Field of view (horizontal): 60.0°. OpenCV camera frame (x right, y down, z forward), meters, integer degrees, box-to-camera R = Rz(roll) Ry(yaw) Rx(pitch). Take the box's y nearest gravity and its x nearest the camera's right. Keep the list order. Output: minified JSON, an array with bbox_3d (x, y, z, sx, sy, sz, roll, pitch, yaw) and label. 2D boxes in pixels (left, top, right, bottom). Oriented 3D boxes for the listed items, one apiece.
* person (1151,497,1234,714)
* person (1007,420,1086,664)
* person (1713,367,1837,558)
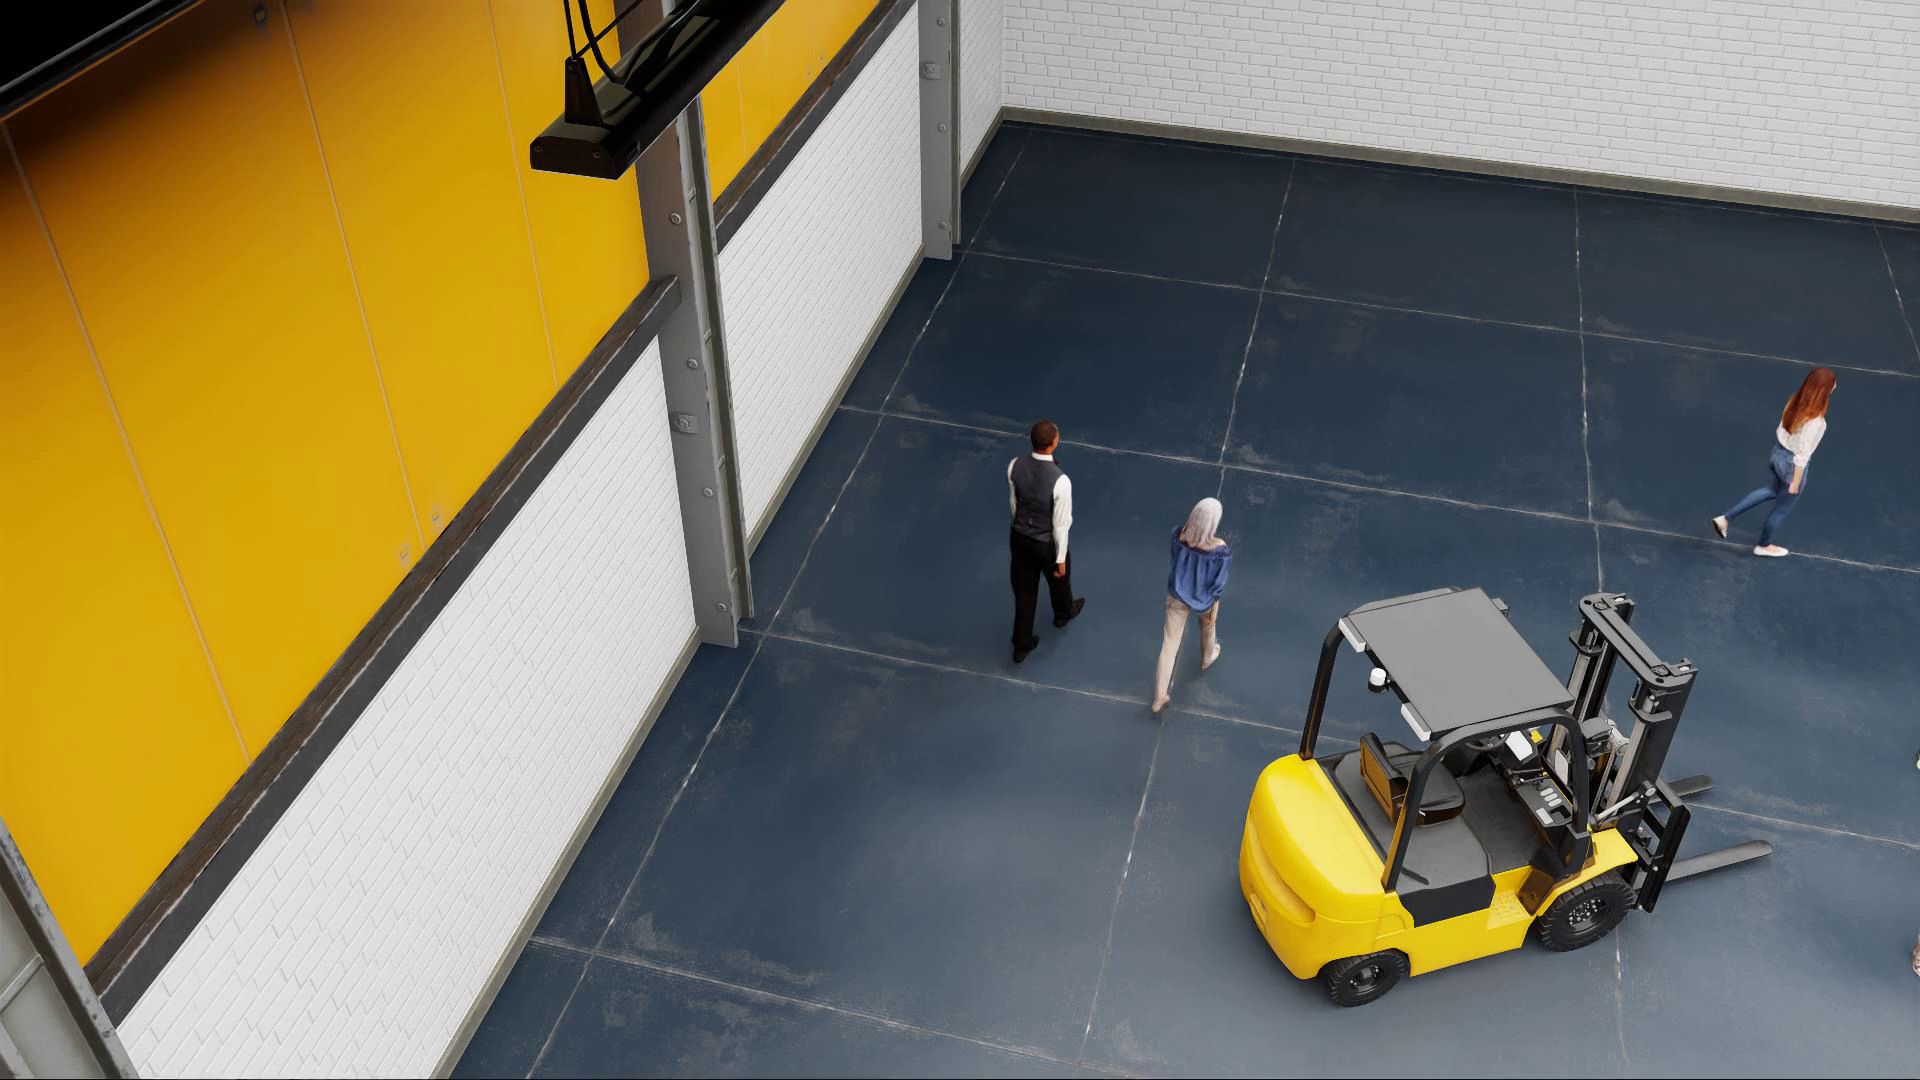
[{"bbox_3d":[1.536,0.460,11.316,0.805,1.658,1.178,20,43,23],"label":"person"},{"bbox_3d":[0.487,0.062,11.632,0.923,1.886,1.150,22,43,25],"label":"person"},{"bbox_3d":[6.176,-0.579,12.570,0.777,1.717,0.861,0,39,0],"label":"person"}]
